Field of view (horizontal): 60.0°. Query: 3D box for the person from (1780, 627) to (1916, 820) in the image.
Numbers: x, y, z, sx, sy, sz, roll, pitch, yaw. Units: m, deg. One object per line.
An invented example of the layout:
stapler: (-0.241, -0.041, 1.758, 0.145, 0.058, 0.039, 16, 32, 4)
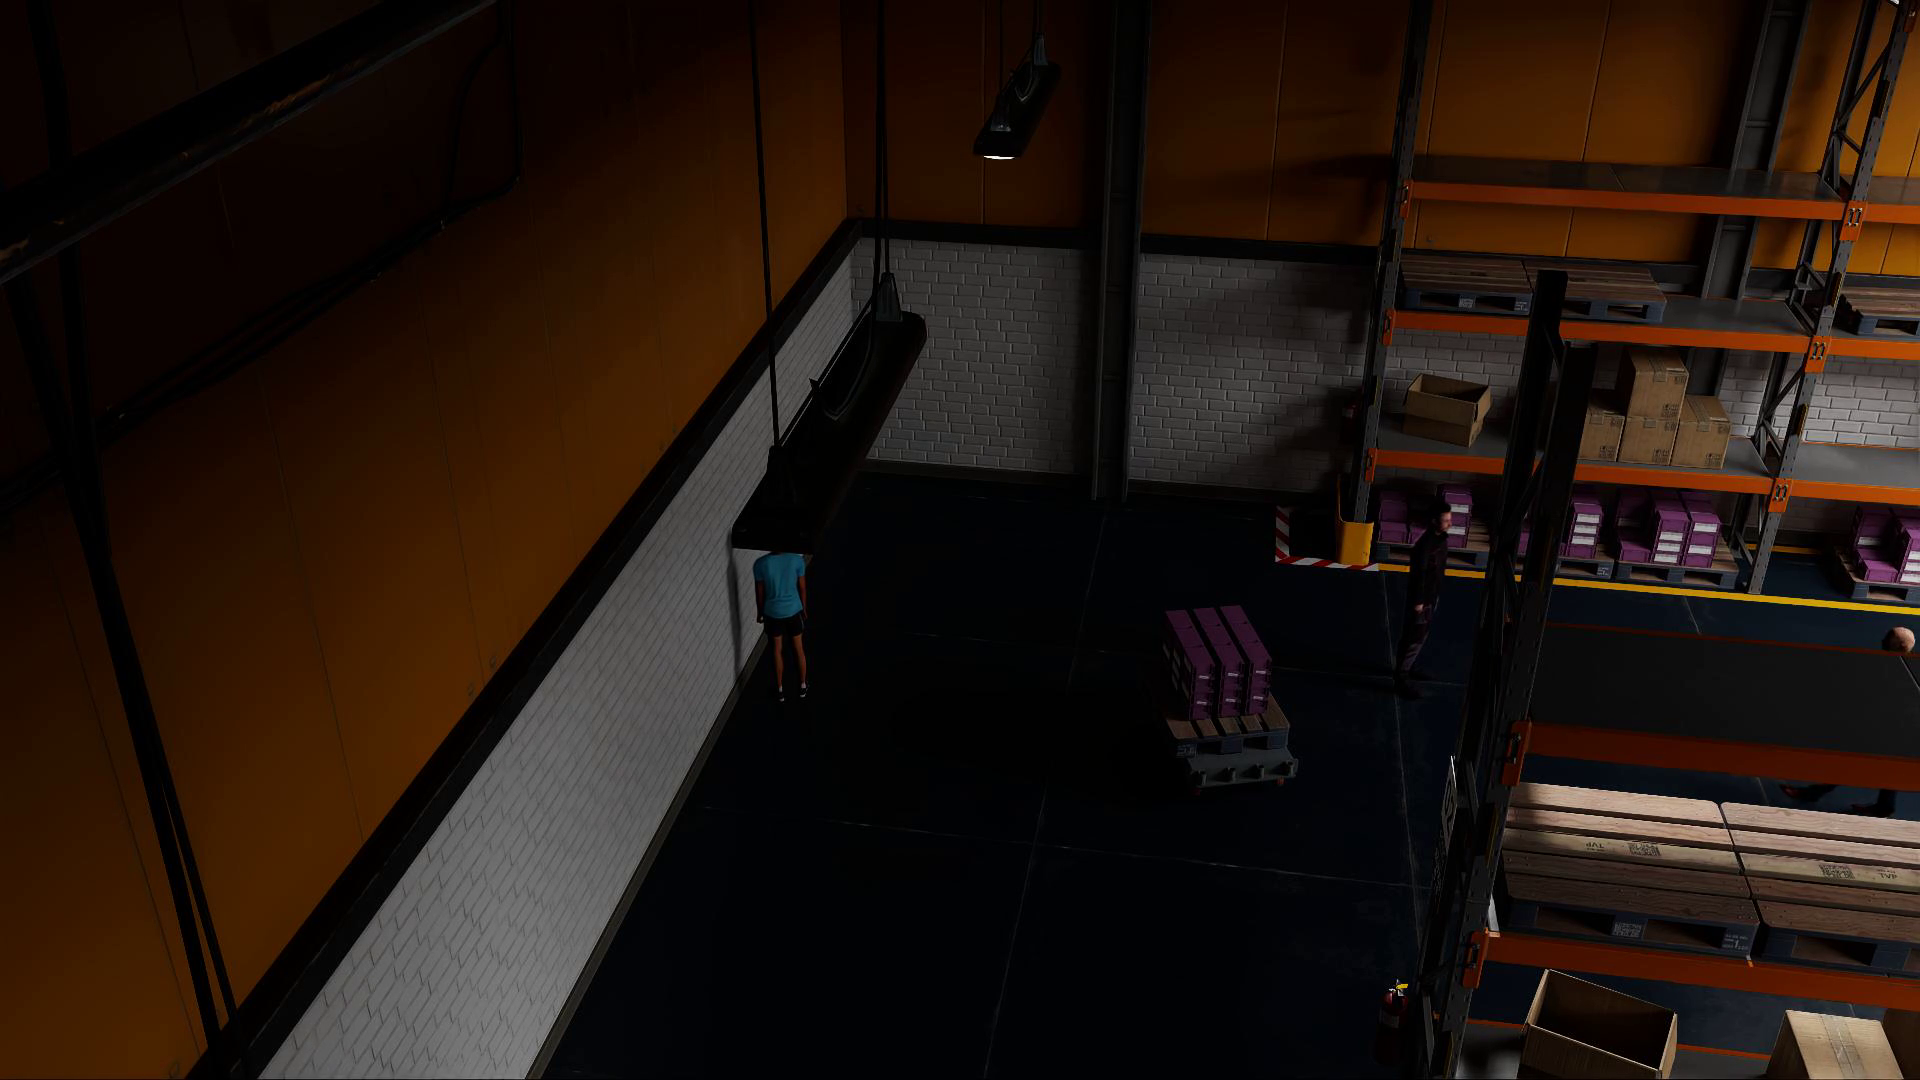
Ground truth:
person: (7.500, 1.523, 13.380, 1.181, 1.756, 0.847, 11, 31, 20)

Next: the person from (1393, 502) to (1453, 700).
person: (4.214, 0.507, 15.082, 0.704, 1.911, 0.758, 15, 32, 26)

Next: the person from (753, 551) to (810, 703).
person: (-1.595, 0.644, 14.971, 0.590, 1.775, 0.740, -6, 29, -11)
